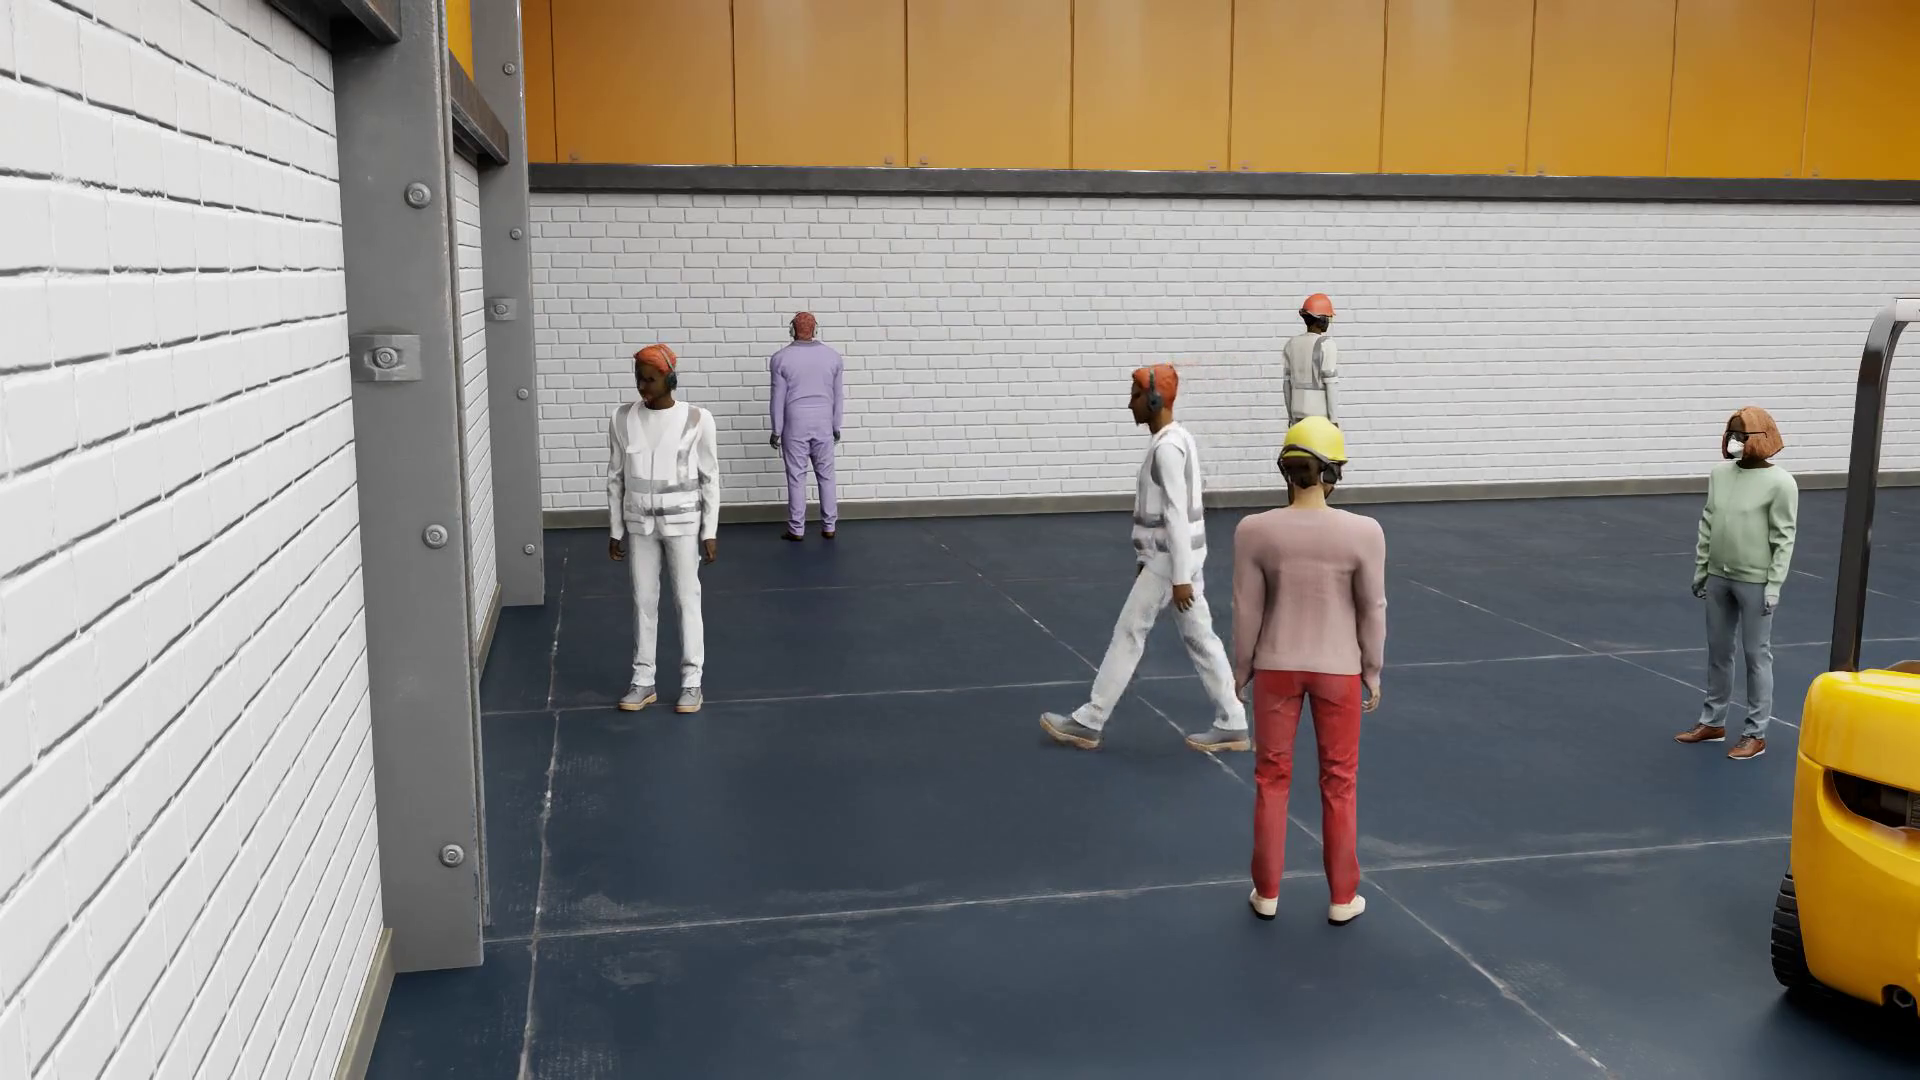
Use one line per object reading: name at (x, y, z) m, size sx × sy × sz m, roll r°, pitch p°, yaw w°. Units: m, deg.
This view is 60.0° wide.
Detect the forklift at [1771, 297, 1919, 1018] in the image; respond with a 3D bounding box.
forklift at (3.542, 0.334, 5.177) m, size 2.313 × 2.155 × 1.214 m, roll -9°, pitch 13°, yaw -43°

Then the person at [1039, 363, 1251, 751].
person at (0.916, 0.093, 7.767) m, size 1.001 × 1.824 × 0.588 m, roll 2°, pitch 10°, yaw 13°

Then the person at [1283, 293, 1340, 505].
person at (3.040, -1.089, 14.310) m, size 0.374 × 2.044 × 0.605 m, roll -6°, pitch 11°, yaw -32°

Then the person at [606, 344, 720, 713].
person at (-1.513, -0.054, 8.475) m, size 0.581 × 1.884 × 0.339 m, roll 2°, pitch 9°, yaw 9°

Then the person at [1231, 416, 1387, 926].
person at (1.201, 0.456, 5.755) m, size 0.523 × 1.762 × 0.329 m, roll 3°, pitch 10°, yaw 17°

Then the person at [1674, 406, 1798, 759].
person at (3.626, 0.193, 7.739) m, size 0.286 × 1.633 × 0.499 m, roll -4°, pitch 10°, yaw -23°

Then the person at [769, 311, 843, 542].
person at (-1.284, -0.942, 13.822) m, size 0.640 × 1.910 × 0.401 m, roll -4°, pitch 10°, yaw -23°
